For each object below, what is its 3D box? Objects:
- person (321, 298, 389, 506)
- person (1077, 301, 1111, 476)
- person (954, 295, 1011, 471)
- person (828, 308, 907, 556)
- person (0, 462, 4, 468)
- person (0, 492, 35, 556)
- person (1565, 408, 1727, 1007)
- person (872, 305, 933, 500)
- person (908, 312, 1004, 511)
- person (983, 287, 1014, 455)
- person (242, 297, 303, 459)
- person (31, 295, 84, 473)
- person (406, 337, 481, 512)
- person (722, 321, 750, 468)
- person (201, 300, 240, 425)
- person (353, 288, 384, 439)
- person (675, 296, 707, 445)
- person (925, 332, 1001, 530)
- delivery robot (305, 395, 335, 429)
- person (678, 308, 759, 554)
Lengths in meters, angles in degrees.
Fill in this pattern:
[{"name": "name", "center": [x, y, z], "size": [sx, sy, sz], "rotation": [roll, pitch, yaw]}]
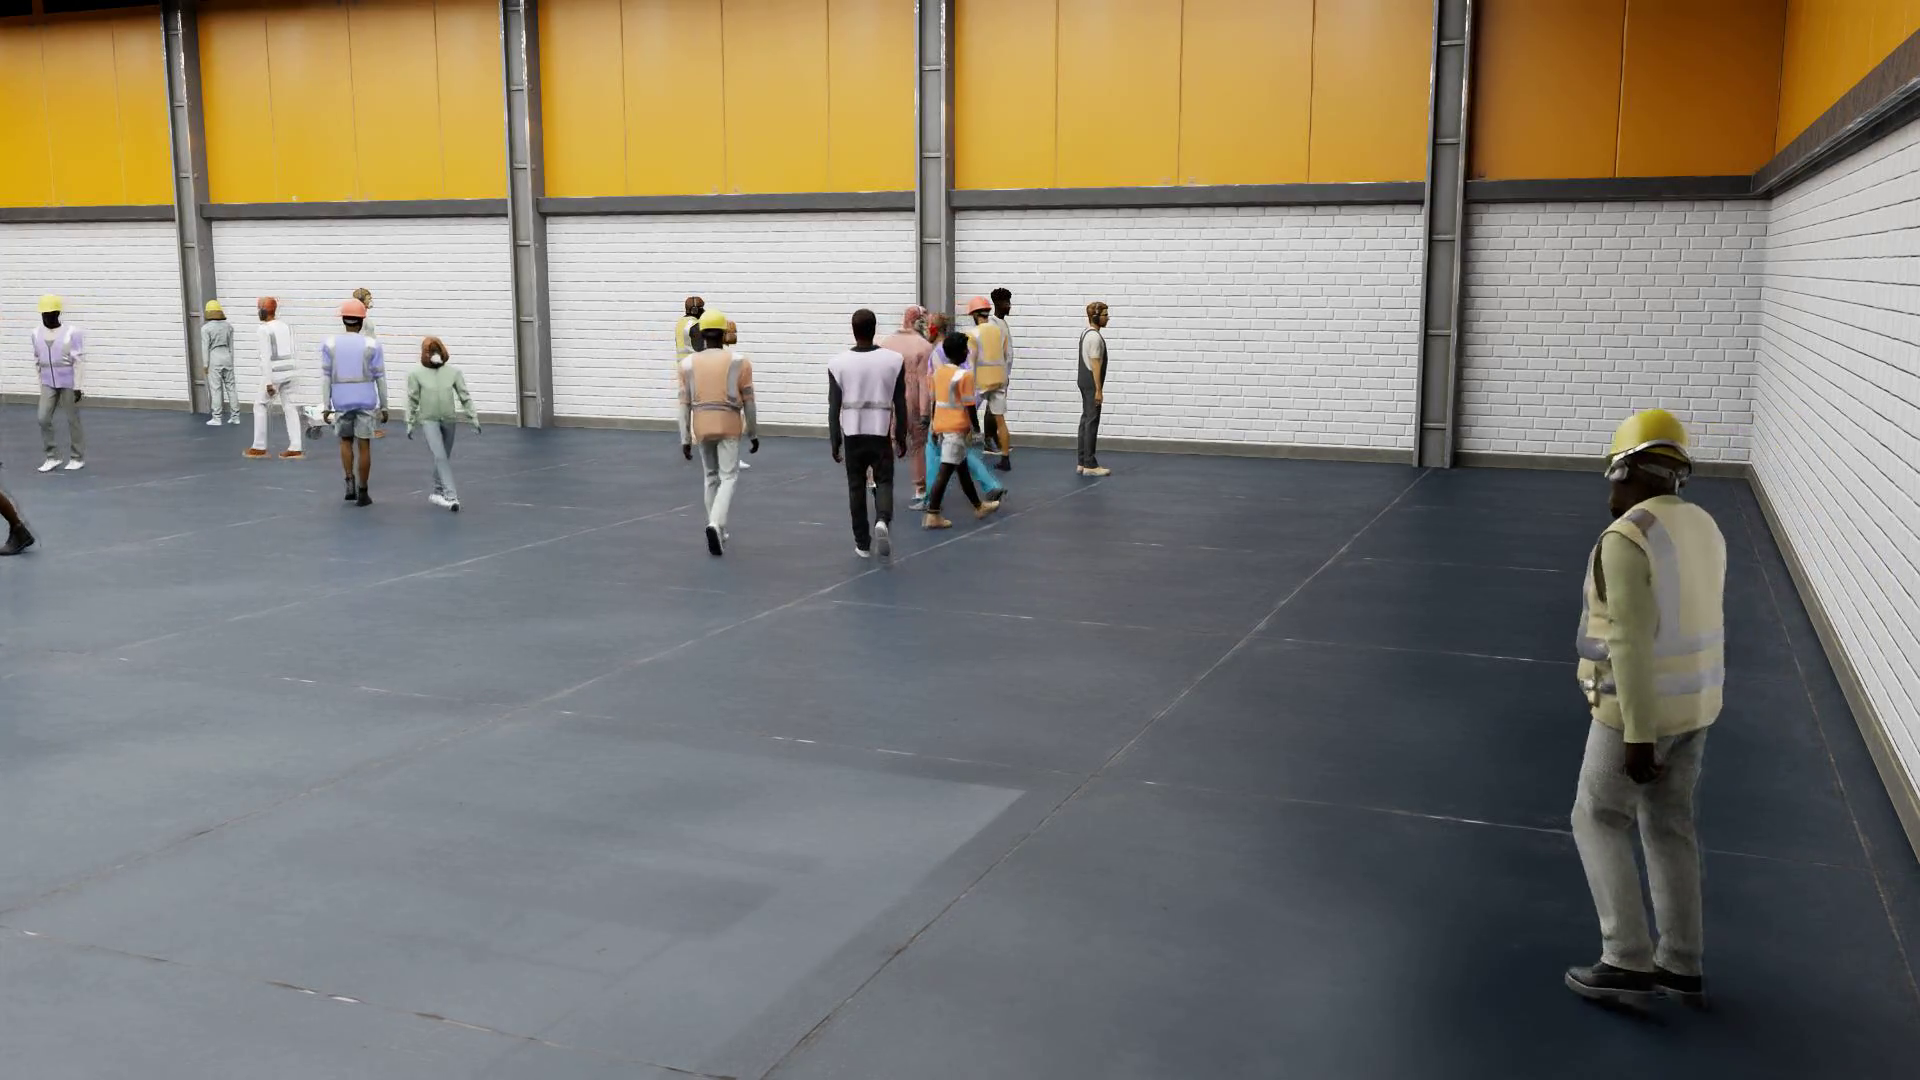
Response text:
[{"name": "person", "center": [-5.605, -1.278, 15.449], "size": [0.579, 1.919, 0.494], "rotation": [-1, 9, -9]}, {"name": "person", "center": [1.416, -1.604, 17.652], "size": [0.332, 1.844, 0.508], "rotation": [-1, 9, -8]}, {"name": "person", "center": [0.255, -1.691, 18.021], "size": [0.616, 1.906, 0.497], "rotation": [-5, 11, -29]}, {"name": "person", "center": [-0.696, -0.790, 12.536], "size": [0.604, 1.907, 0.626], "rotation": [-1, 9, -6]}, {"name": "person", "center": [-10.790, -1.679, 18.156], "size": [0.591, 1.829, 0.404], "rotation": [6, 11, 31]}, {"name": "person", "center": [-7.463, -0.765, 12.444], "size": [0.558, 1.896, 0.978], "rotation": [5, 10, 26]}, {"name": "person", "center": [2.096, 0.504, 5.043], "size": [0.613, 1.790, 0.520], "rotation": [-7, 12, -36]}, {"name": "person", "center": [-0.522, -1.256, 15.502], "size": [0.652, 1.861, 0.900], "rotation": [7, 12, 35]}, {"name": "person", "center": [-0.036, -1.137, 14.933], "size": [0.812, 1.809, 0.600], "rotation": [3, 10, 19]}, {"name": "person", "center": [0.452, -1.998, 19.670], "size": [0.363, 1.963, 0.612], "rotation": [3, 10, 17]}, {"name": "person", "center": [-7.938, -1.852, 19.107], "size": [0.810, 1.852, 0.589], "rotation": [3, 10, 18]}, {"name": "person", "center": [-9.724, -1.678, 17.909], "size": [0.589, 1.904, 0.659], "rotation": [0, 9, 0]}, {"name": "person", "center": [-4.675, -1.049, 15.071], "size": [0.606, 1.568, 0.859], "rotation": [-7, 11, -35]}, {"name": "person", "center": [-2.477, -1.574, 18.132], "size": [0.520, 1.612, 0.531], "rotation": [-3, 10, -18]}, {"name": "person", "center": [-10.378, -2.476, 23.270], "size": [0.311, 1.739, 0.491], "rotation": [6, 11, 33]}, {"name": "person", "center": [-7.674, -2.274, 21.434], "size": [0.373, 1.940, 0.628], "rotation": [-4, 10, -20]}, {"name": "person", "center": [-3.306, -2.113, 20.748], "size": [0.429, 1.842, 0.632], "rotation": [-6, 11, -31]}, {"name": "person", "center": [0.029, -0.931, 14.123], "size": [0.842, 1.650, 0.552], "rotation": [-6, 11, -30]}, {"name": "delivery robot", "center": [-8.055, -1.632, 21.443], "size": [0.707, 0.478, 0.477], "rotation": [-6, 11, -33]}, {"name": "person", "center": [-1.909, -0.854, 12.972], "size": [0.594, 1.899, 0.867], "rotation": [1, 9, 8]}]
